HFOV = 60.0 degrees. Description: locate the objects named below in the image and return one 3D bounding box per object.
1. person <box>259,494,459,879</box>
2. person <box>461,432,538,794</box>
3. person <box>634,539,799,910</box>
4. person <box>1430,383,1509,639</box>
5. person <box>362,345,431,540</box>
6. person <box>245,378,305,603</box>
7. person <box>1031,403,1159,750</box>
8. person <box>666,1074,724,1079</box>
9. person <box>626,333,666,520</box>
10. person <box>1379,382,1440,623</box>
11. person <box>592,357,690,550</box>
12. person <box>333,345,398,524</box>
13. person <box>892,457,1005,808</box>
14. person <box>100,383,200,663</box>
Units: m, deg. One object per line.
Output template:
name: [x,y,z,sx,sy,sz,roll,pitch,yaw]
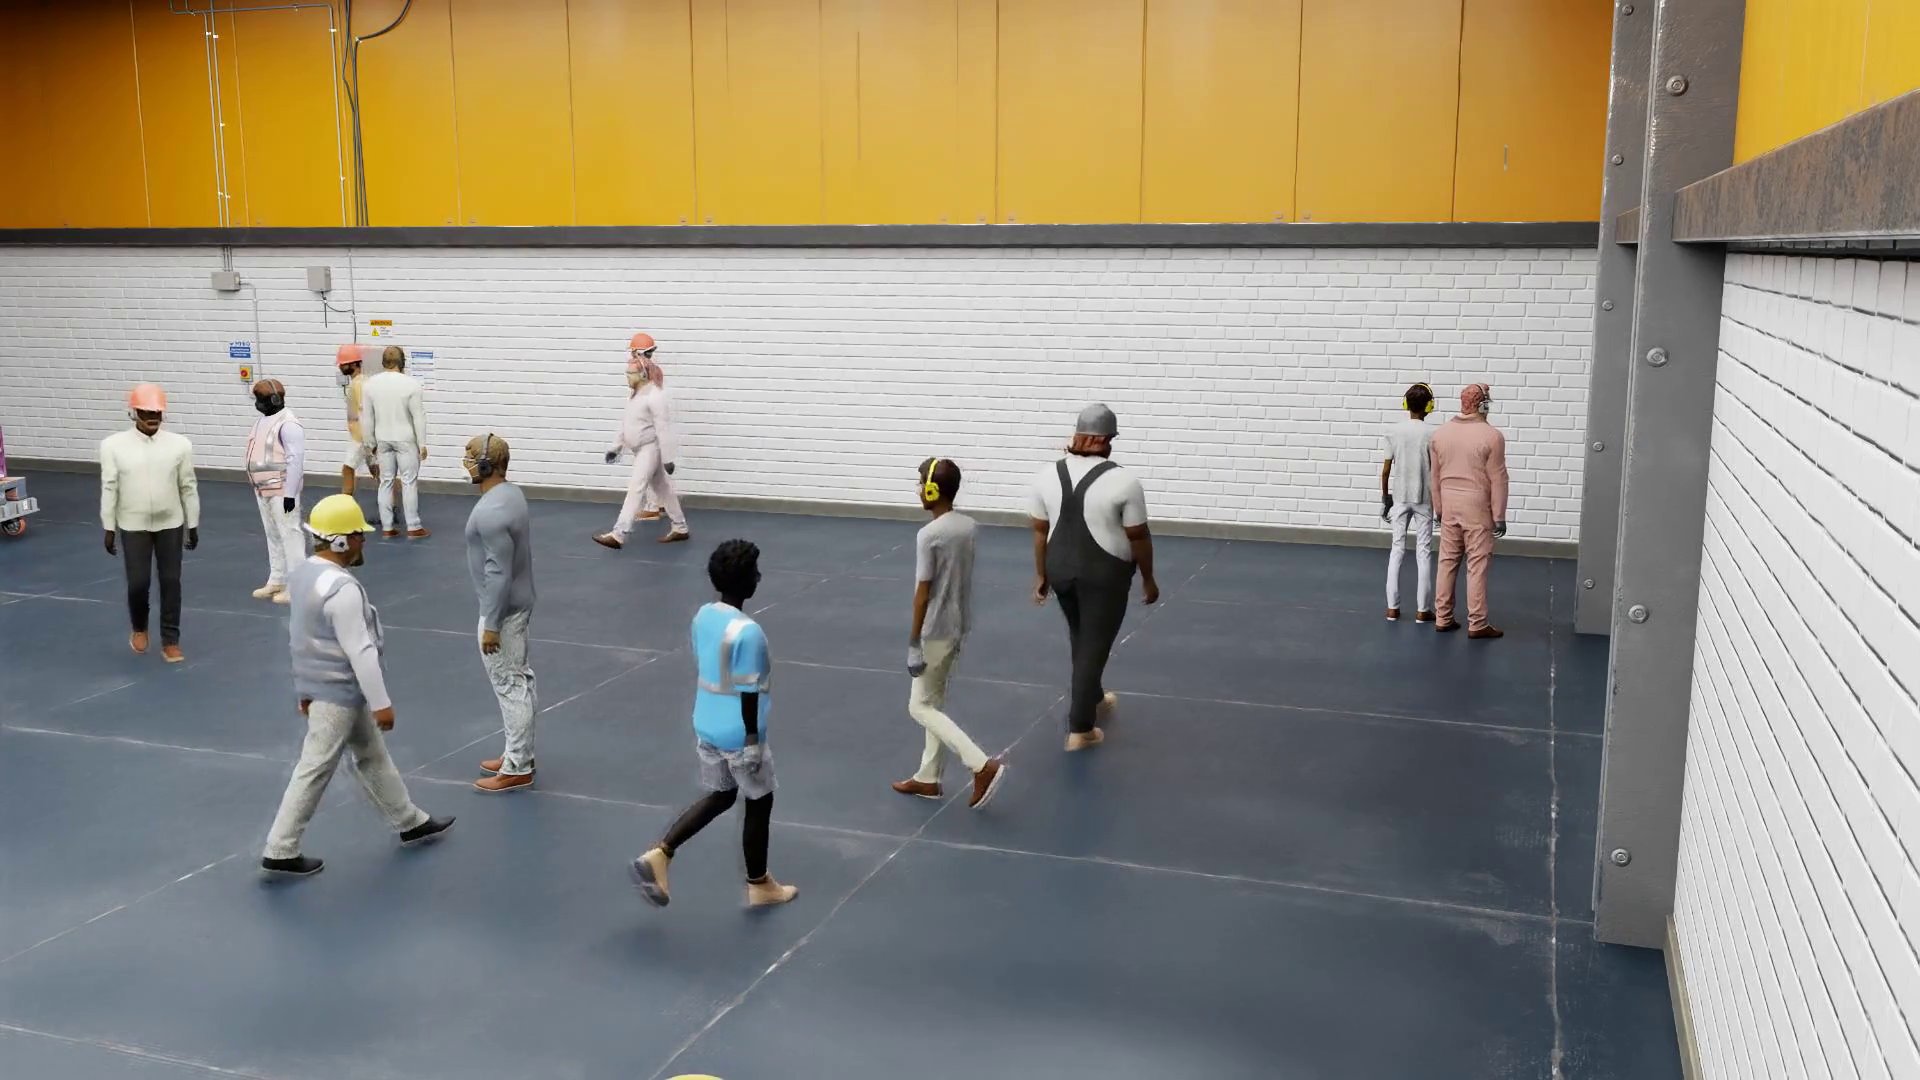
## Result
person: [-2.875,0.673,7.770,0.955,1.780,0.610,-7,12,-34]
person: [-2.463,0.389,8.916,0.376,1.940,0.627,-1,10,-6]
person: [-1.049,0.827,7.202,0.647,1.678,0.533,-7,12,-34]
person: [3.821,-0.219,12.432,0.409,1.908,0.642,-8,13,-37]
person: [-5.593,-0.962,16.529,0.635,1.936,0.354,1,10,8]
person: [-5.626,-0.407,13.679,0.627,1.843,0.429,9,13,41]
person: [0.857,0.167,9.878,0.698,2.000,0.930,8,13,38]
person: [-0.354,1.600,2.130,0.593,1.924,0.384,7,12,34]
person: [-3.344,-1.208,17.746,0.379,1.996,0.609,1,10,7]
person: [3.530,-0.288,12.925,0.531,1.871,0.322,5,11,28]
person: [-3.081,-0.843,16.117,1.042,1.845,0.631,-5,11,-27]
person: [-6.328,-1.075,17.279,0.915,1.889,0.584,-2,10,-11]
person: [-0.079,0.489,8.617,0.698,1.847,0.537,6,12,32]
person: [-5.641,-0.112,11.623,0.634,1.973,0.467,-7,13,-36]
